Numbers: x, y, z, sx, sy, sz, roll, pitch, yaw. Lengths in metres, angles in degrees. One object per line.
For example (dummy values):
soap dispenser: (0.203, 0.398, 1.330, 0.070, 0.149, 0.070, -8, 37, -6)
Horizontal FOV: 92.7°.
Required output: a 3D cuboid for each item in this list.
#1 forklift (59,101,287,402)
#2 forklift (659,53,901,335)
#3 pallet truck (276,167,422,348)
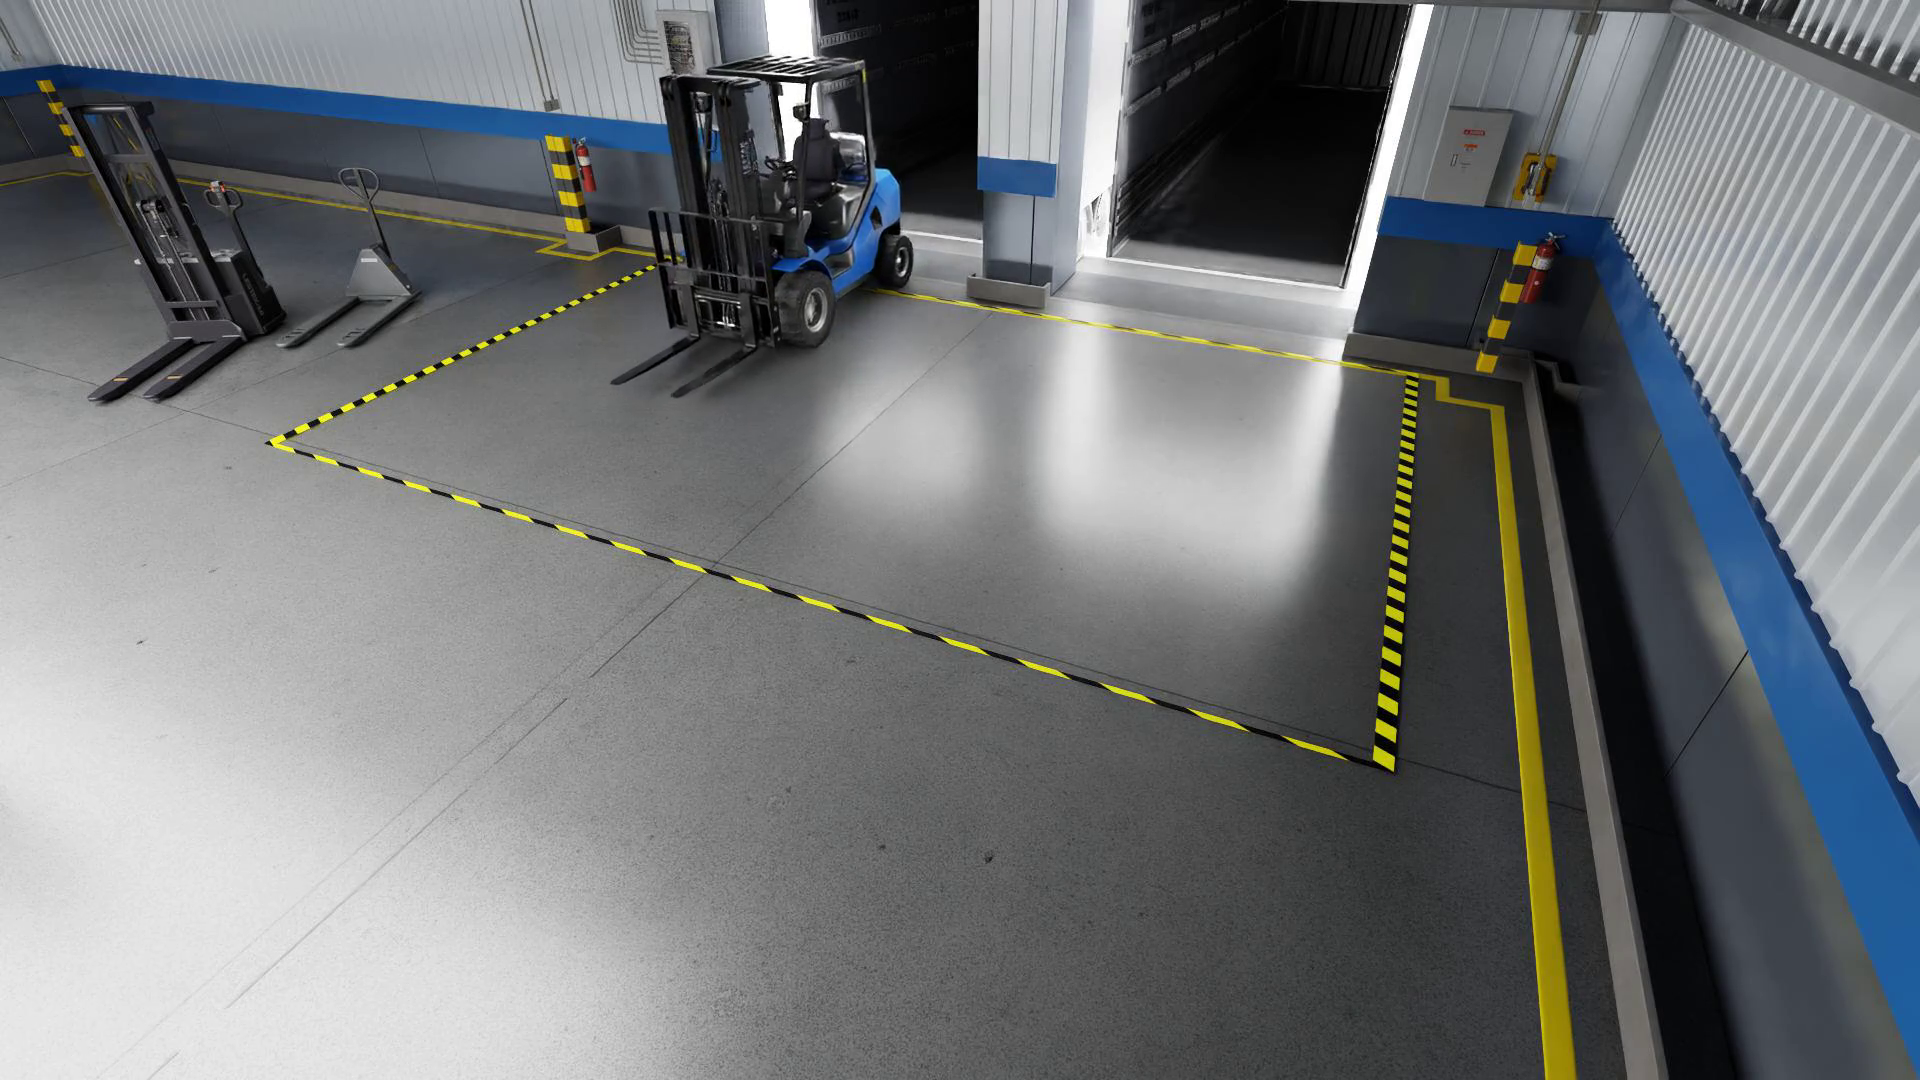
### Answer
forklift: (-6.686, -2.387, 7.434, 0.823, 1.965, 1.885, -3, 35, -5)
forklift: (-1.535, -3.259, 8.366, 1.157, 2.036, 2.680, 14, 37, 19)
pallet truck: (-5.732, -2.611, 8.414, 0.680, 1.201, 1.601, -1, 35, -1)
